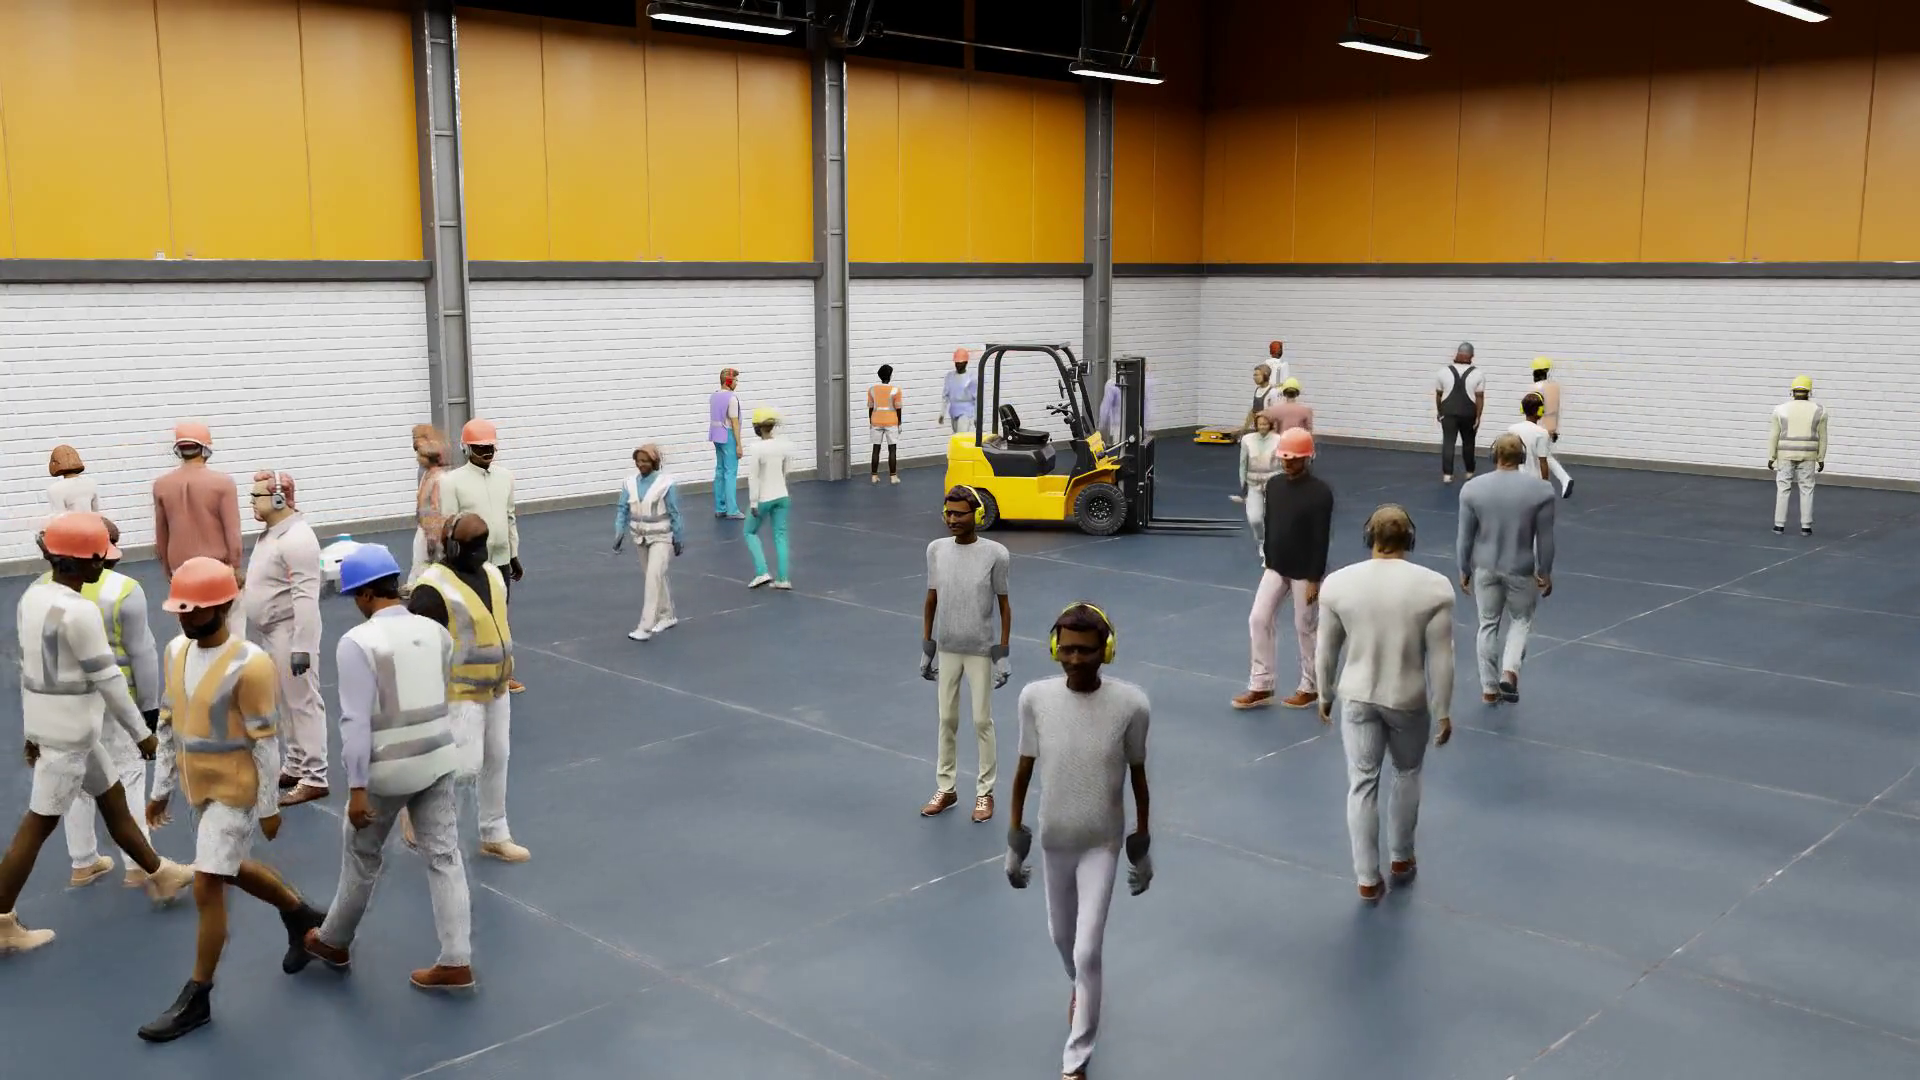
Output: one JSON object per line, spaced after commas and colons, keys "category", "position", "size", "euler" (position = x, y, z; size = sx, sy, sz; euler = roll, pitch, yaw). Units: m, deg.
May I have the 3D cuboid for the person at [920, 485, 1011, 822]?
{"category": "person", "position": [0.026, 0.618, 9.158], "size": [0.538, 1.869, 0.313], "euler": [4, 10, 21]}

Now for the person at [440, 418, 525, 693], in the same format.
{"category": "person", "position": [-3.364, 0.133, 11.747], "size": [0.381, 1.994, 0.622], "euler": [7, 12, 36]}

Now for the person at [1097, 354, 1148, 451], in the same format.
{"category": "person", "position": [2.115, -1.514, 22.148], "size": [0.647, 1.894, 0.964], "euler": [-6, 11, -34]}

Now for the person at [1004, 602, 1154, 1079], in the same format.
{"category": "person", "position": [0.460, 1.109, 6.261], "size": [0.539, 1.845, 0.881], "euler": [3, 10, 16]}

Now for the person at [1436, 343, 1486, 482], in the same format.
{"category": "person", "position": [7.164, -1.856, 23.802], "size": [0.692, 2.000, 1.009], "euler": [4, 10, 25]}

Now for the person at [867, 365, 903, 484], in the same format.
{"category": "person", "position": [-1.058, -1.631, 23.505], "size": [0.531, 1.691, 0.321], "euler": [3, 10, 18]}

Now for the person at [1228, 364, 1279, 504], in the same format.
{"category": "person", "position": [3.804, -1.360, 21.457], "size": [0.865, 1.807, 0.511], "euler": [-2, 9, -11]}

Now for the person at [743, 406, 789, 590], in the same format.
{"category": "person", "position": [-1.826, -0.387, 15.709], "size": [0.476, 1.752, 0.535], "euler": [9, 13, 43]}

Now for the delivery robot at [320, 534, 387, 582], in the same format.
{"category": "delivery robot", "position": [-5.738, 0.185, 15.548], "size": [0.477, 0.478, 0.707], "euler": [7, 12, 39]}

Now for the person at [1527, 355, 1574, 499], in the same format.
{"category": "person", "position": [7.665, -1.451, 21.736], "size": [0.596, 1.911, 0.715], "euler": [-6, 11, -32]}

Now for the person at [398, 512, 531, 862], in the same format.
{"category": "person", "position": [-2.538, 0.755, 8.467], "size": [0.581, 1.829, 0.631], "euler": [3, 10, 20]}

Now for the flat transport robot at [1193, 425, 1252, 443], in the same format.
{"category": "flat transport robot", "position": [4.638, -1.871, 29.310], "size": [0.652, 0.197, 1.431], "euler": [4, 10, 25]}

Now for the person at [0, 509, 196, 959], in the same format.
{"category": "person", "position": [-3.944, 0.837, 7.498], "size": [1.121, 1.965, 0.613], "euler": [-9, 13, -43]}

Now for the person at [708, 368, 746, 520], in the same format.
{"category": "person", "position": [-2.833, -1.159, 20.152], "size": [0.389, 1.837, 0.563], "euler": [-7, 12, -38]}

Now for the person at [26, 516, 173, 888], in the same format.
{"category": "person", "position": [-4.214, 0.793, 8.177], "size": [0.629, 1.840, 0.429], "euler": [1, 9, 8]}

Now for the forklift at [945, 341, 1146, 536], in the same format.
{"category": "forklift", "position": [0.977, -1.223, 19.452], "size": [2.313, 2.155, 1.214], "euler": [2, 9, 11]}

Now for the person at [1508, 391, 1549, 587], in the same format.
{"category": "person", "position": [5.440, -0.484, 15.913], "size": [0.314, 1.869, 0.535], "euler": [-5, 10, -27]}

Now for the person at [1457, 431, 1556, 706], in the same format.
{"category": "person", "position": [3.752, 0.212, 11.475], "size": [0.651, 1.926, 0.467], "euler": [4, 10, 21]}

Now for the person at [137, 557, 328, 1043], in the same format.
{"category": "person", "position": [-2.973, 0.988, 6.793], "size": [0.548, 1.913, 0.925], "euler": [6, 11, 31]}

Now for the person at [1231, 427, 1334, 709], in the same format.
{"category": "person", "position": [2.193, 0.216, 11.324], "size": [0.799, 1.961, 0.629], "euler": [-6, 11, -34]}

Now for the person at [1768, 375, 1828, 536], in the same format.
{"category": "person", "position": [9.547, -0.963, 18.974], "size": [0.599, 1.827, 0.403], "euler": [4, 10, 22]}

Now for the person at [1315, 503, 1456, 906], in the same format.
{"category": "person", "position": [2.069, 0.764, 8.109], "size": [0.663, 1.914, 0.773], "euler": [3, 10, 18]}

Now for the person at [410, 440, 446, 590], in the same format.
{"category": "person", "position": [-4.440, -0.015, 13.789], "size": [0.697, 1.610, 0.546], "euler": [-6, 11, -31]}

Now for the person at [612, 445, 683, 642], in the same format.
{"category": "person", "position": [-2.565, 0.028, 13.602], "size": [0.507, 1.600, 0.871], "euler": [5, 10, 27]}

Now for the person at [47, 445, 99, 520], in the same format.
{"category": "person", "position": [-7.111, 0.048, 13.375], "size": [0.285, 1.632, 0.499], "euler": [2, 10, 13]}

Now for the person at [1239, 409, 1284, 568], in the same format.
{"category": "person", "position": [3.131, -0.539, 17.007], "size": [0.548, 1.615, 0.484], "euler": [5, 10, 28]}

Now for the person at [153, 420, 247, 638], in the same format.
{"category": "person", "position": [-5.298, 0.140, 11.729], "size": [0.653, 1.977, 0.623], "euler": [0, 9, 2]}

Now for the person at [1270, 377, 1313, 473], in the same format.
{"category": "person", "position": [4.003, -1.100, 20.123], "size": [0.525, 1.742, 0.770], "euler": [2, 10, 13]}

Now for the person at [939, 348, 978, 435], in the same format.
{"category": "person", "position": [0.059, -1.866, 24.388], "size": [0.572, 1.899, 0.946], "euler": [6, 11, 32]}

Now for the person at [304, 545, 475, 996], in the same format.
{"category": "person", "position": [-2.441, 0.966, 7.028], "size": [0.978, 1.866, 0.667], "euler": [5, 11, 30]}

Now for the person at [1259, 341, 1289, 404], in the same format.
{"category": "person", "position": [5.058, -2.246, 26.672], "size": [0.355, 1.885, 0.574], "euler": [-9, 13, -42]}

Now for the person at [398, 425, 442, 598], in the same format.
{"category": "person", "position": [-4.976, -0.258, 15.336], "size": [0.780, 1.595, 0.519], "euler": [-4, 10, -22]}

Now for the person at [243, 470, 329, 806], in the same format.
{"category": "person", "position": [-3.851, 0.548, 9.474], "size": [0.401, 1.910, 0.640], "euler": [-6, 11, -34]}
